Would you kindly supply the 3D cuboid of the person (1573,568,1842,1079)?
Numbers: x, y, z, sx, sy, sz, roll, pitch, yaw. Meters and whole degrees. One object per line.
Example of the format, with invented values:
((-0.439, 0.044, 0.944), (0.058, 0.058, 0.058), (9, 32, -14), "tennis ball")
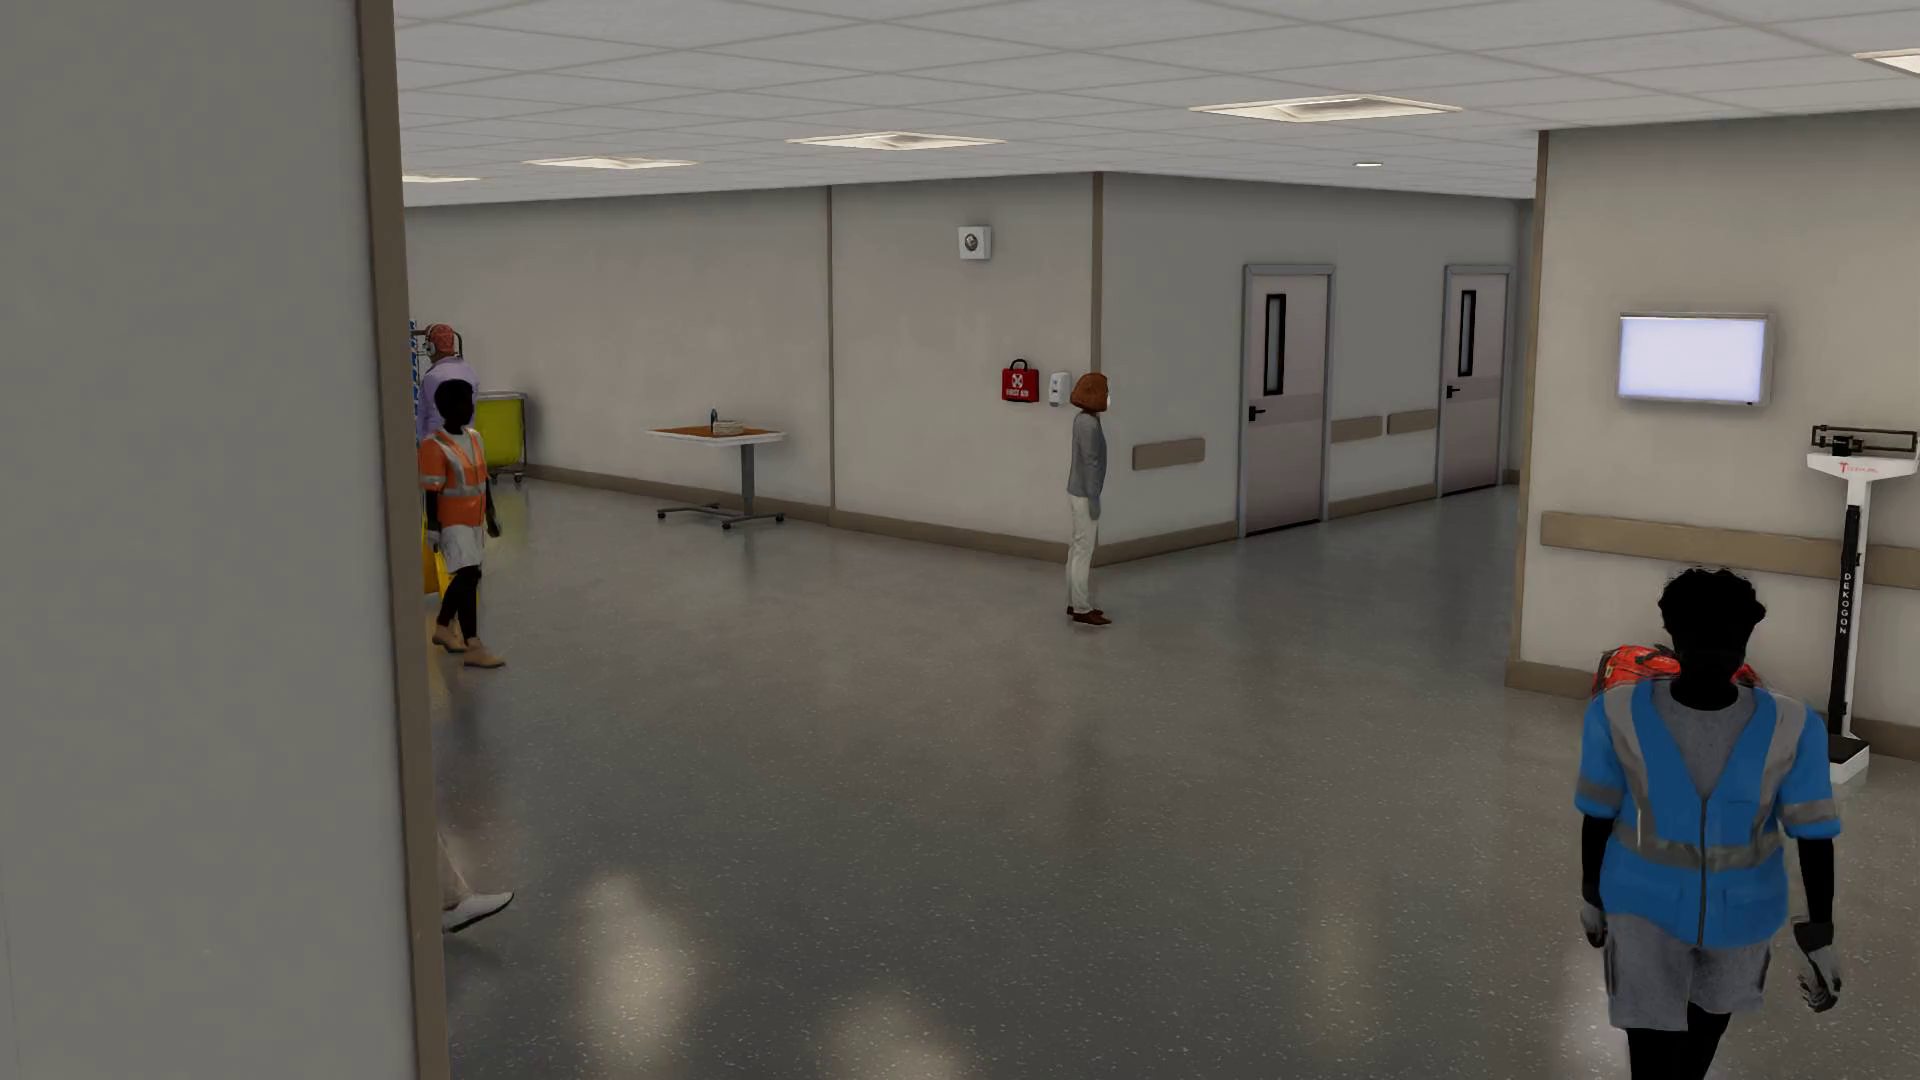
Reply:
((1.699, 0.863, 3.847), (0.540, 1.644, 0.899), (3, 10, 16), "person")

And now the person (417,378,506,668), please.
((-2.935, -0.109, 9.721), (0.644, 1.686, 0.550), (3, 10, 15), "person")

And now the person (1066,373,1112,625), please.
((0.839, -0.272, 10.820), (0.286, 1.633, 0.501), (0, 9, -2), "person")

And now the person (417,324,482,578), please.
((-3.741, -0.617, 12.119), (0.400, 1.903, 0.645), (1, 9, 8), "person")
